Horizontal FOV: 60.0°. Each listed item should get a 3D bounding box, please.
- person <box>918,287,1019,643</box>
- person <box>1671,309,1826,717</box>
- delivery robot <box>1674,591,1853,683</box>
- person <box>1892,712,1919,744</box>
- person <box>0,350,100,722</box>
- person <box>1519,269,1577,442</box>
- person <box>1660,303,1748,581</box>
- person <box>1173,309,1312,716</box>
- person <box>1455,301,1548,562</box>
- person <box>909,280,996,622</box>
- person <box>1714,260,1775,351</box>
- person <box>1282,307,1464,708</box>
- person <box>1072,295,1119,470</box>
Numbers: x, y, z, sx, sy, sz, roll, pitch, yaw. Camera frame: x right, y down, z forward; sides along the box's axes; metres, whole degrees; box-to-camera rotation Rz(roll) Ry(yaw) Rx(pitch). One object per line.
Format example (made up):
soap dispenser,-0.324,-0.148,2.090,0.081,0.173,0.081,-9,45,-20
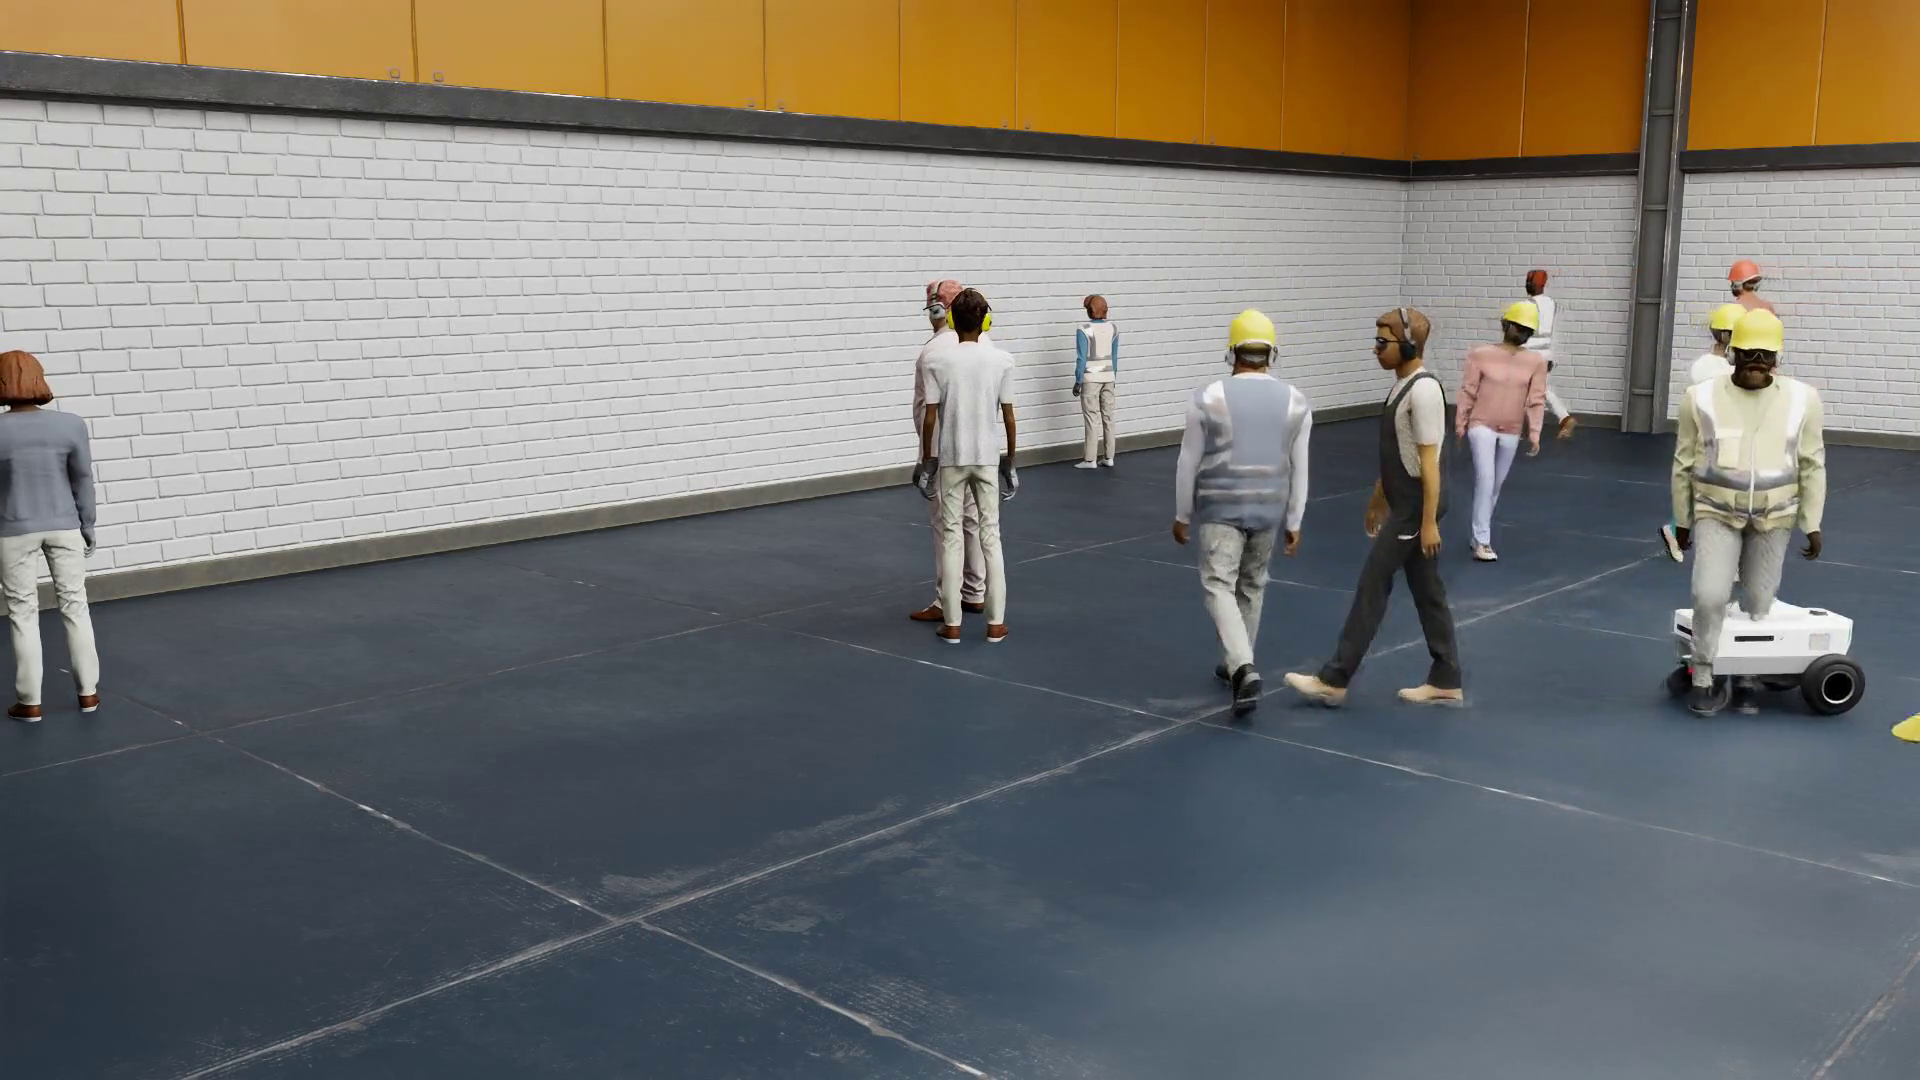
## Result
person,0.045,-0.385,8.764,0.532,1.868,0.310,-1,10,-5
person,3.457,-0.100,7.308,0.604,1.812,0.570,3,10,17
delivery robot,3.637,0.437,7.555,0.707,0.478,0.477,0,10,-3
person,1.021,0.909,1.789,0.817,1.737,0.527,6,12,32
person,-4.071,-0.017,7.333,0.497,1.636,0.286,-9,13,-41
person,6.205,-1.962,17.788,0.582,1.859,0.826,-7,12,-34
person,4.816,-0.644,10.615,0.524,1.738,0.771,-5,11,-27
person,1.284,-0.132,7.497,0.588,1.809,0.815,-2,10,-12
person,3.591,-0.715,11.043,0.551,1.721,0.731,0,10,-2
person,-0.065,-0.490,9.274,0.407,1.902,0.639,6,12,30
person,6.961,-1.478,14.701,0.622,1.978,0.639,-4,11,-24
person,1.885,-0.131,7.476,0.898,1.804,0.546,2,10,9
person,1.279,-1.478,15.632,0.514,1.642,0.310,-8,13,-38
